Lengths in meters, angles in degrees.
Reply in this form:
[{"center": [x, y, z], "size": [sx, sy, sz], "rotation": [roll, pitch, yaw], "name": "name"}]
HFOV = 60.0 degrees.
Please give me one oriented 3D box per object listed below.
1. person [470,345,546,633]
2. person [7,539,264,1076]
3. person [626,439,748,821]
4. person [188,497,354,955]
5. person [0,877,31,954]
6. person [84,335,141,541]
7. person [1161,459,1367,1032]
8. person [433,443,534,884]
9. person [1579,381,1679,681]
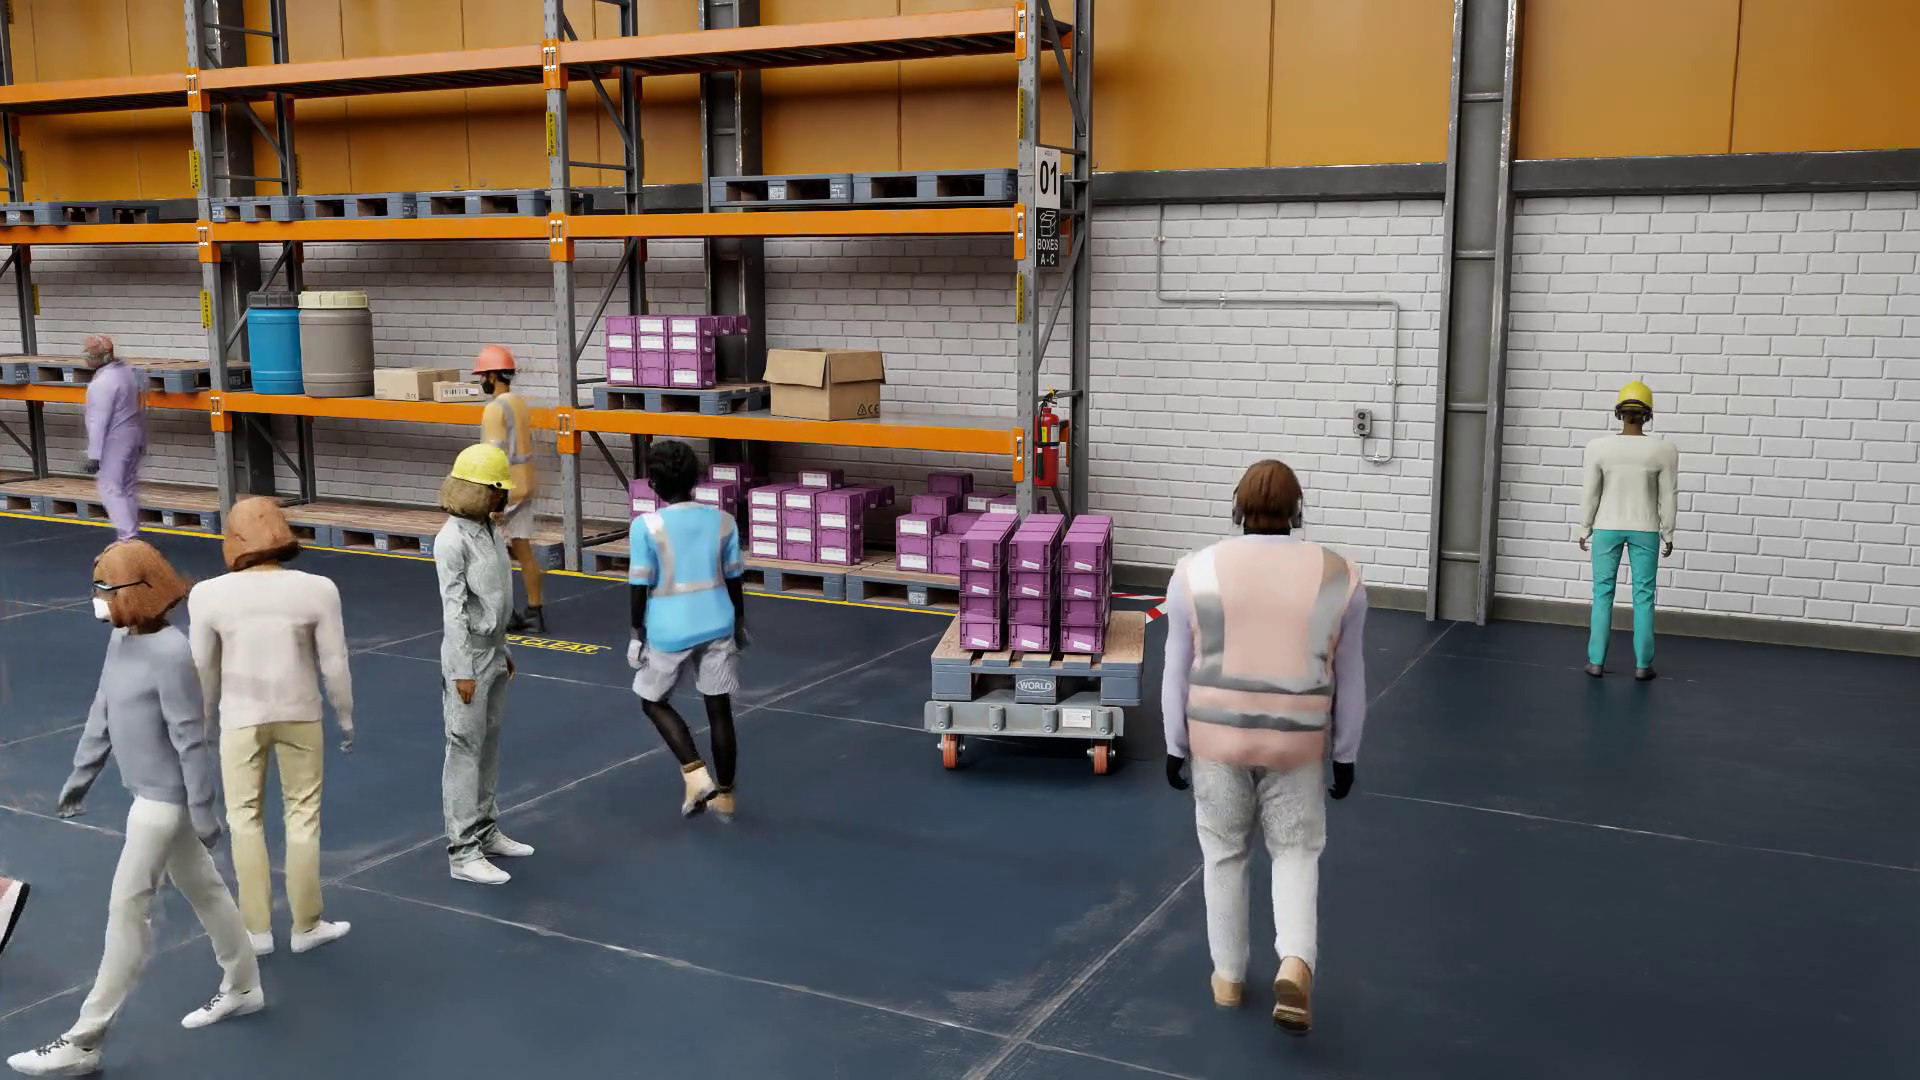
[{"center": [-3.027, -0.321, 10.994], "size": [0.594, 1.915, 0.565], "rotation": [2, 9, 10], "name": "person"}, {"center": [-2.547, 0.800, 5.082], "size": [0.807, 1.594, 0.512], "rotation": [-8, 12, -39], "name": "person"}, {"center": [-1.171, 0.406, 7.201], "size": [0.605, 1.685, 0.376], "rotation": [-7, 12, -38], "name": "person"}, {"center": [-2.440, 0.657, 5.901], "size": [0.525, 1.621, 0.350], "rotation": [-4, 10, -21], "name": "person"}, {"center": [-3.592, 0.568, 5.633], "size": [0.696, 1.883, 0.651], "rotation": [-1, 9, -8], "name": "person"}, {"center": [-7.051, -0.761, 13.861], "size": [0.421, 1.883, 0.733], "rotation": [-1, 9, -4], "name": "person"}, {"center": [0.951, 0.662, 5.250], "size": [0.639, 1.827, 0.630], "rotation": [1, 9, 7], "name": "person"}, {"center": [-1.892, 0.481, 6.626], "size": [0.308, 1.735, 0.484], "rotation": [1, 9, 4], "name": "person"}, {"center": [3.934, -0.051, 9.813], "size": [0.535, 1.766, 0.318], "rotation": [4, 10, 22], "name": "person"}]
